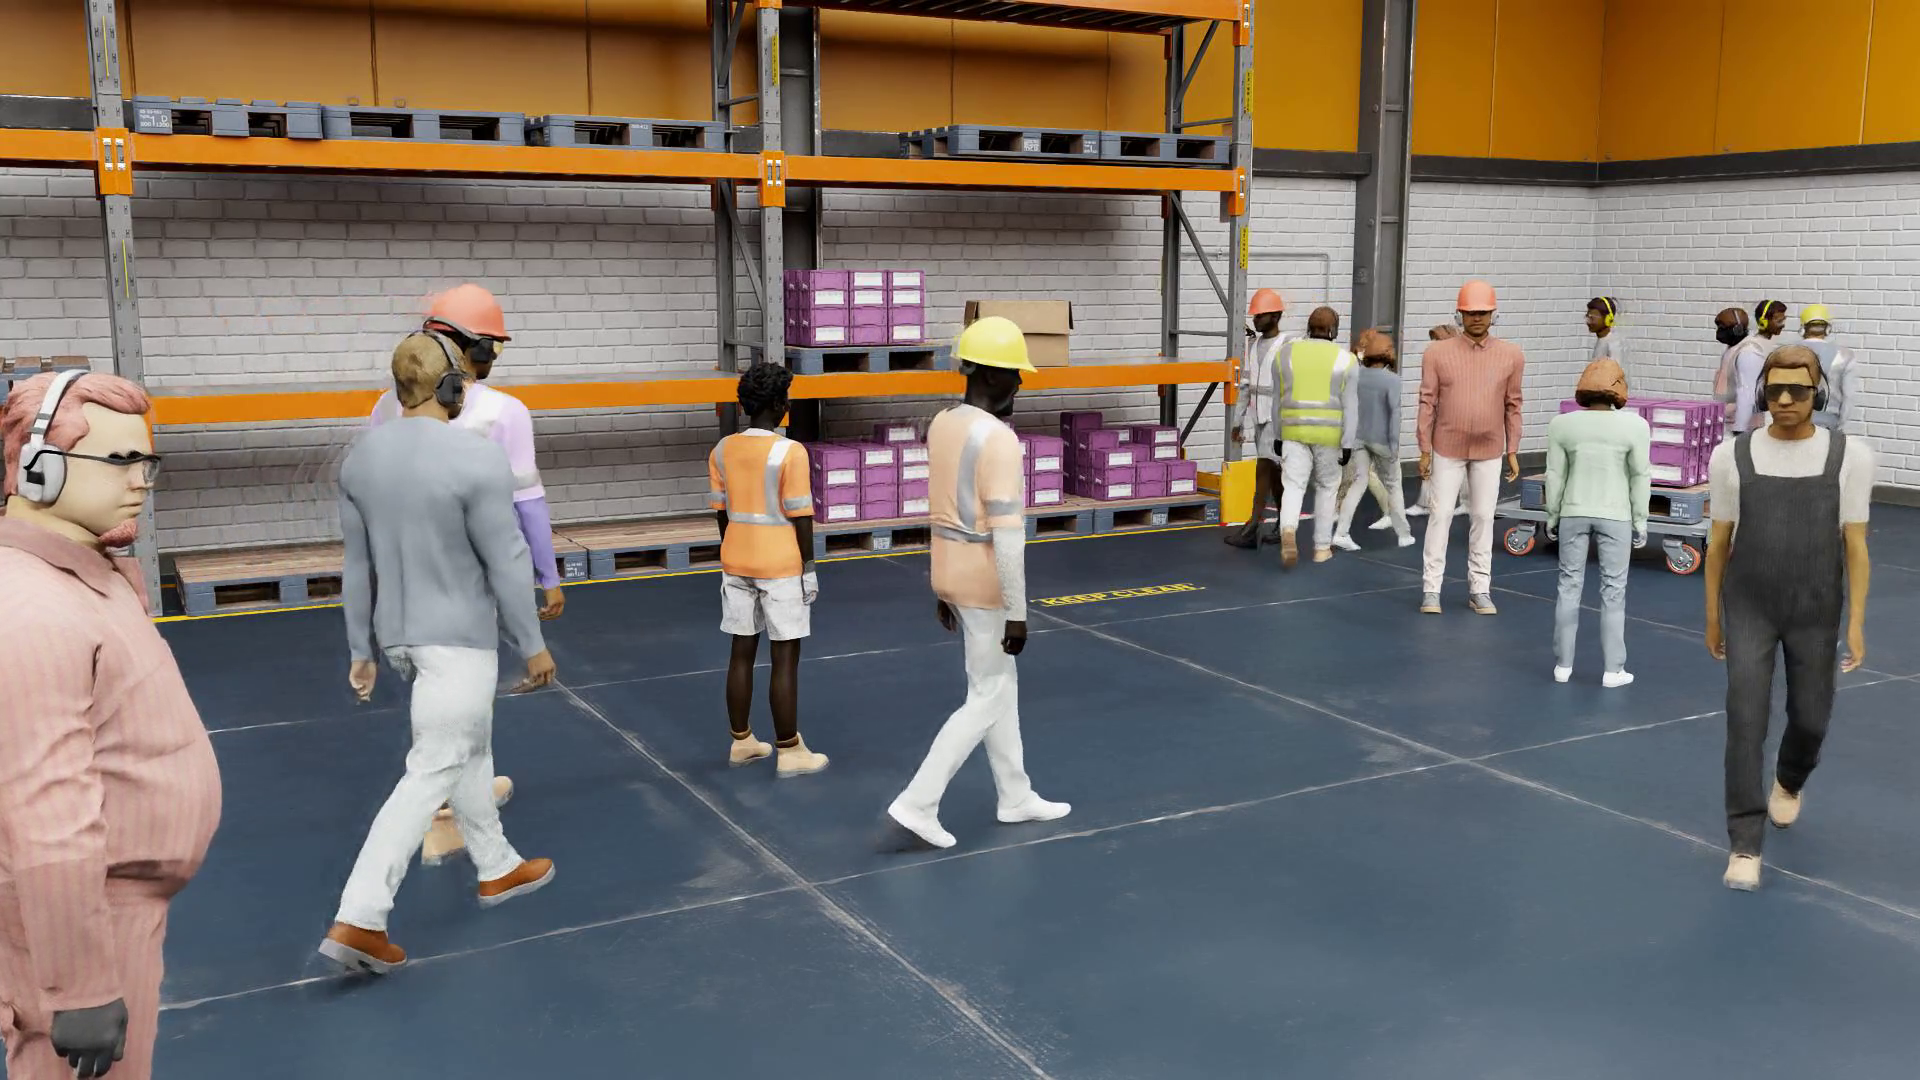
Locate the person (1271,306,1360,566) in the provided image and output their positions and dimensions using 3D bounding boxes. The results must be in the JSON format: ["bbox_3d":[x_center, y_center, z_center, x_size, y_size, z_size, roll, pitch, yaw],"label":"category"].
[{"bbox_3d":[2.432,-0.707,11.494,0.615,1.813,0.797,4,10,21],"label":"person"}]

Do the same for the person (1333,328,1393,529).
[{"bbox_3d":[3.213,-0.876,13.191,0.579,1.603,0.536,0,9,-1],"label":"person"}]

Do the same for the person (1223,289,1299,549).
[{"bbox_3d":[2.193,-0.885,12.270,0.859,1.903,0.558,-5,11,-29],"label":"person"}]

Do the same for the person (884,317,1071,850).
[{"bbox_3d":[0.067,0.157,5.949,0.785,1.904,0.601,-4,10,-23],"label":"person"}]

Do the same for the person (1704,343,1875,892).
[{"bbox_3d":[2.820,0.233,5.710,0.516,1.826,0.753,4,10,26],"label":"person"}]

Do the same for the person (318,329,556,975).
[{"bbox_3d":[-1.625,0.312,5.044,0.630,1.900,0.999,6,11,32],"label":"person"}]

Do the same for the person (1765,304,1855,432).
[{"bbox_3d":[6.520,-0.913,12.797,0.594,1.785,0.874,5,10,27],"label":"person"}]

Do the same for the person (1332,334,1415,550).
[{"bbox_3d":[3.042,-0.719,12.238,0.802,1.593,0.496,-8,12,-39],"label":"person"}]

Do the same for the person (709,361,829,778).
[{"bbox_3d":[-0.785,0.121,6.793,0.532,1.696,0.318,7,12,36],"label":"person"}]

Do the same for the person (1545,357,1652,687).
[{"bbox_3d":[3.154,-0.088,8.250,0.498,1.633,0.279,6,11,33],"label":"person"}]

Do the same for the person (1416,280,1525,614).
[{"bbox_3d":[3.039,-0.542,9.919,0.612,1.994,0.395,1,9,6],"label":"person"}]

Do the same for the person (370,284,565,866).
[{"bbox_3d":[-1.772,0.097,5.989,0.680,2.003,0.862,3,10,19],"label":"person"}]

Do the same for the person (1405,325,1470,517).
[{"bbox_3d":[3.970,-0.972,13.709,0.732,1.592,0.602,0,9,2],"label":"person"}]

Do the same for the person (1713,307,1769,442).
[{"bbox_3d":[6.245,-0.944,13.110,1.025,1.769,0.628,1,9,8],"label":"person"}]

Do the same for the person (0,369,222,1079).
[{"bbox_3d":[-1.484,0.659,2.887,0.399,1.902,0.642,-4,10,-25],"label":"person"}]

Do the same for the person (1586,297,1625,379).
[{"bbox_3d":[5.012,-0.998,13.188,0.752,1.832,0.552,3,10,18],"label":"person"}]

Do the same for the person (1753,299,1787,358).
[{"bbox_3d":[6.360,-1.033,13.464,0.873,1.828,0.539,4,10,21],"label":"person"}]
